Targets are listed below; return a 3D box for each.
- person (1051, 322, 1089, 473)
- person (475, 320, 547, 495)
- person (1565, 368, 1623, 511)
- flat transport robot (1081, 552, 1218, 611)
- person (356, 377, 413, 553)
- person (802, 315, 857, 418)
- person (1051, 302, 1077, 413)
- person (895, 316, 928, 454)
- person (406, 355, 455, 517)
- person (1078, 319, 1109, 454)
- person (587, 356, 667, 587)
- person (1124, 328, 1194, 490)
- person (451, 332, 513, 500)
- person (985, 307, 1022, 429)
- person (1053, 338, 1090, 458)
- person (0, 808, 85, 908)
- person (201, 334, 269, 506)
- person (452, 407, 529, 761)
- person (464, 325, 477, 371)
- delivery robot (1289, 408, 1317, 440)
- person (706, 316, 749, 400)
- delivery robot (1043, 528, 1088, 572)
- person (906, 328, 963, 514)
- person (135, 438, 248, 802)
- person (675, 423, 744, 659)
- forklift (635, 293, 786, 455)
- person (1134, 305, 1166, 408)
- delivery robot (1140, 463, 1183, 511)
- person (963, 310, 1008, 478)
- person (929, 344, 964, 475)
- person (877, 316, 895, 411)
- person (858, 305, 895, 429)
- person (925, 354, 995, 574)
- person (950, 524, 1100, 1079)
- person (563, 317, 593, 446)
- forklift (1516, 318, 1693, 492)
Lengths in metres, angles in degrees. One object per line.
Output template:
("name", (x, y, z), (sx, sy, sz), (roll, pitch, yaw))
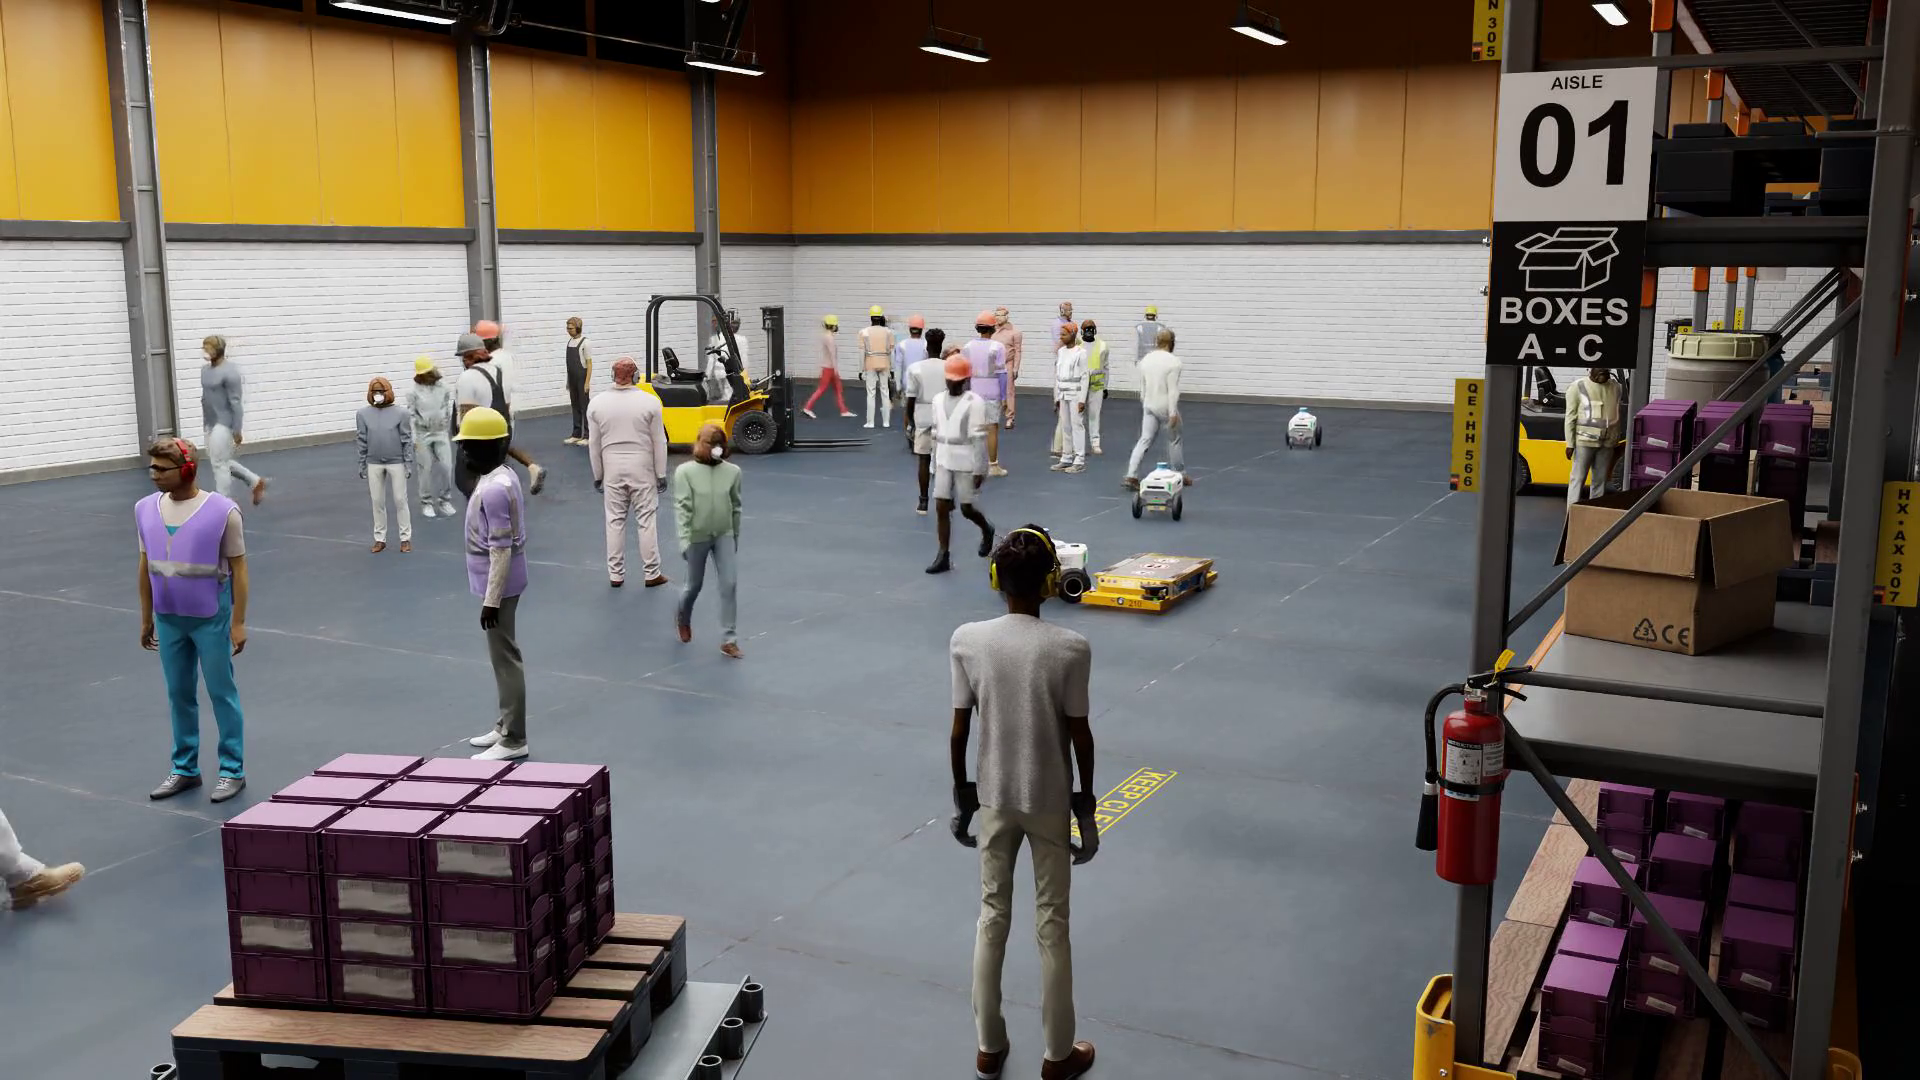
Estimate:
("person", (1.387, -1.778, 20.825), (0.346, 1.880, 0.578), (-6, 11, -30))
("person", (-5.004, -1.417, 18.350), (0.717, 2.017, 0.649), (2, 10, 13))
("person", (6.204, -0.965, 16.262), (0.601, 1.830, 0.404), (-2, 10, -11))
("flat transport robot", (1.545, 0.317, 13.358), (0.652, 0.197, 1.431), (5, 11, 26))
("person", (-5.267, -0.686, 15.254), (0.501, 1.626, 0.282), (-1, 10, -4))
("person", (-2.200, -2.878, 27.648), (0.894, 1.725, 0.538), (-1, 10, -7))
("person", (1.825, -3.145, 28.670), (0.407, 1.908, 0.641), (6, 11, 29))
("person", (-0.606, -2.148, 22.987), (0.547, 1.874, 1.021), (1, 10, 5))
("person", (-5.499, -1.069, 17.226), (0.498, 1.702, 0.550), (-7, 12, -37))
("person", (1.743, -2.089, 22.746), (0.627, 1.844, 0.429), (-1, 10, -8))
("person", (-2.711, -0.557, 13.687), (0.636, 1.911, 0.405), (1, 10, 3))
("person", (2.296, -1.513, 19.312), (1.023, 1.889, 0.634), (-8, 13, -40))
("person", (-4.537, -0.980, 15.751), (0.547, 2.000, 0.701), (4, 11, 24))
("person", (0.639, -2.689, 26.028), (0.643, 1.909, 0.410), (5, 11, 25))
("person", (1.534, -1.887, 22.248), (0.639, 1.610, 0.505), (1, 10, 5))
("person", (-4.172, 0.665, 6.904), (0.875, 1.802, 0.644), (-6, 12, -32))
("person", (-7.630, -1.193, 17.328), (0.638, 1.924, 0.737), (9, 13, 42))
("person", (-2.526, 0.240, 9.013), (0.363, 1.928, 0.587), (-3, 10, -15))
("person", (-7.425, -2.488, 25.648), (0.515, 1.636, 0.315), (4, 11, 23))
("delivery robot", (4.850, -1.627, 23.520), (0.477, 0.478, 0.707), (3, 10, 15))
("person", (-3.466, -2.447, 24.880), (0.648, 1.823, 0.993), (3, 10, 18))
("delivery robot", (0.653, 0.151, 13.229), (0.707, 0.478, 0.477), (0, 10, -1))
("person", (-0.267, -1.246, 17.504), (0.614, 1.963, 0.362), (-1, 10, -4))
("person", (-3.844, 0.396, 8.364), (0.570, 1.838, 0.372), (2, 10, 10))
("person", (-1.743, -0.022, 11.462), (0.496, 1.603, 0.748), (-5, 11, -27))
("forklift", (-3.588, -2.317, 23.042), (2.313, 2.155, 1.214), (-1, 10, -5))
("person", (3.377, -3.240, 29.442), (0.600, 1.827, 0.404), (2, 10, 12))
("delivery robot", (2.109, -0.565, 17.373), (0.477, 0.478, 0.707), (3, 10, 17))
("person", (0.328, -1.787, 20.398), (0.613, 2.048, 0.362), (6, 12, 32))
("person", (-0.206, -1.624, 20.708), (0.559, 1.617, 0.354), (-6, 11, -29))
("person", (-1.342, -3.058, 28.816), (0.467, 1.672, 0.564), (-5, 11, -27))
("person", (-1.310, -2.706, 26.065), (0.594, 1.926, 0.366), (-3, 10, -18))
("person", (0.024, -0.672, 14.392), (0.569, 1.905, 0.759), (7, 12, 35))
("person", (0.212, 0.875, 5.500), (0.518, 1.873, 0.328), (3, 10, 19))
("person", (-5.456, -2.264, 23.768), (0.504, 1.840, 0.345), (8, 13, 39))
("forklift", (7.066, -1.601, 18.899), (2.313, 2.155, 1.214), (5, 11, 27))
